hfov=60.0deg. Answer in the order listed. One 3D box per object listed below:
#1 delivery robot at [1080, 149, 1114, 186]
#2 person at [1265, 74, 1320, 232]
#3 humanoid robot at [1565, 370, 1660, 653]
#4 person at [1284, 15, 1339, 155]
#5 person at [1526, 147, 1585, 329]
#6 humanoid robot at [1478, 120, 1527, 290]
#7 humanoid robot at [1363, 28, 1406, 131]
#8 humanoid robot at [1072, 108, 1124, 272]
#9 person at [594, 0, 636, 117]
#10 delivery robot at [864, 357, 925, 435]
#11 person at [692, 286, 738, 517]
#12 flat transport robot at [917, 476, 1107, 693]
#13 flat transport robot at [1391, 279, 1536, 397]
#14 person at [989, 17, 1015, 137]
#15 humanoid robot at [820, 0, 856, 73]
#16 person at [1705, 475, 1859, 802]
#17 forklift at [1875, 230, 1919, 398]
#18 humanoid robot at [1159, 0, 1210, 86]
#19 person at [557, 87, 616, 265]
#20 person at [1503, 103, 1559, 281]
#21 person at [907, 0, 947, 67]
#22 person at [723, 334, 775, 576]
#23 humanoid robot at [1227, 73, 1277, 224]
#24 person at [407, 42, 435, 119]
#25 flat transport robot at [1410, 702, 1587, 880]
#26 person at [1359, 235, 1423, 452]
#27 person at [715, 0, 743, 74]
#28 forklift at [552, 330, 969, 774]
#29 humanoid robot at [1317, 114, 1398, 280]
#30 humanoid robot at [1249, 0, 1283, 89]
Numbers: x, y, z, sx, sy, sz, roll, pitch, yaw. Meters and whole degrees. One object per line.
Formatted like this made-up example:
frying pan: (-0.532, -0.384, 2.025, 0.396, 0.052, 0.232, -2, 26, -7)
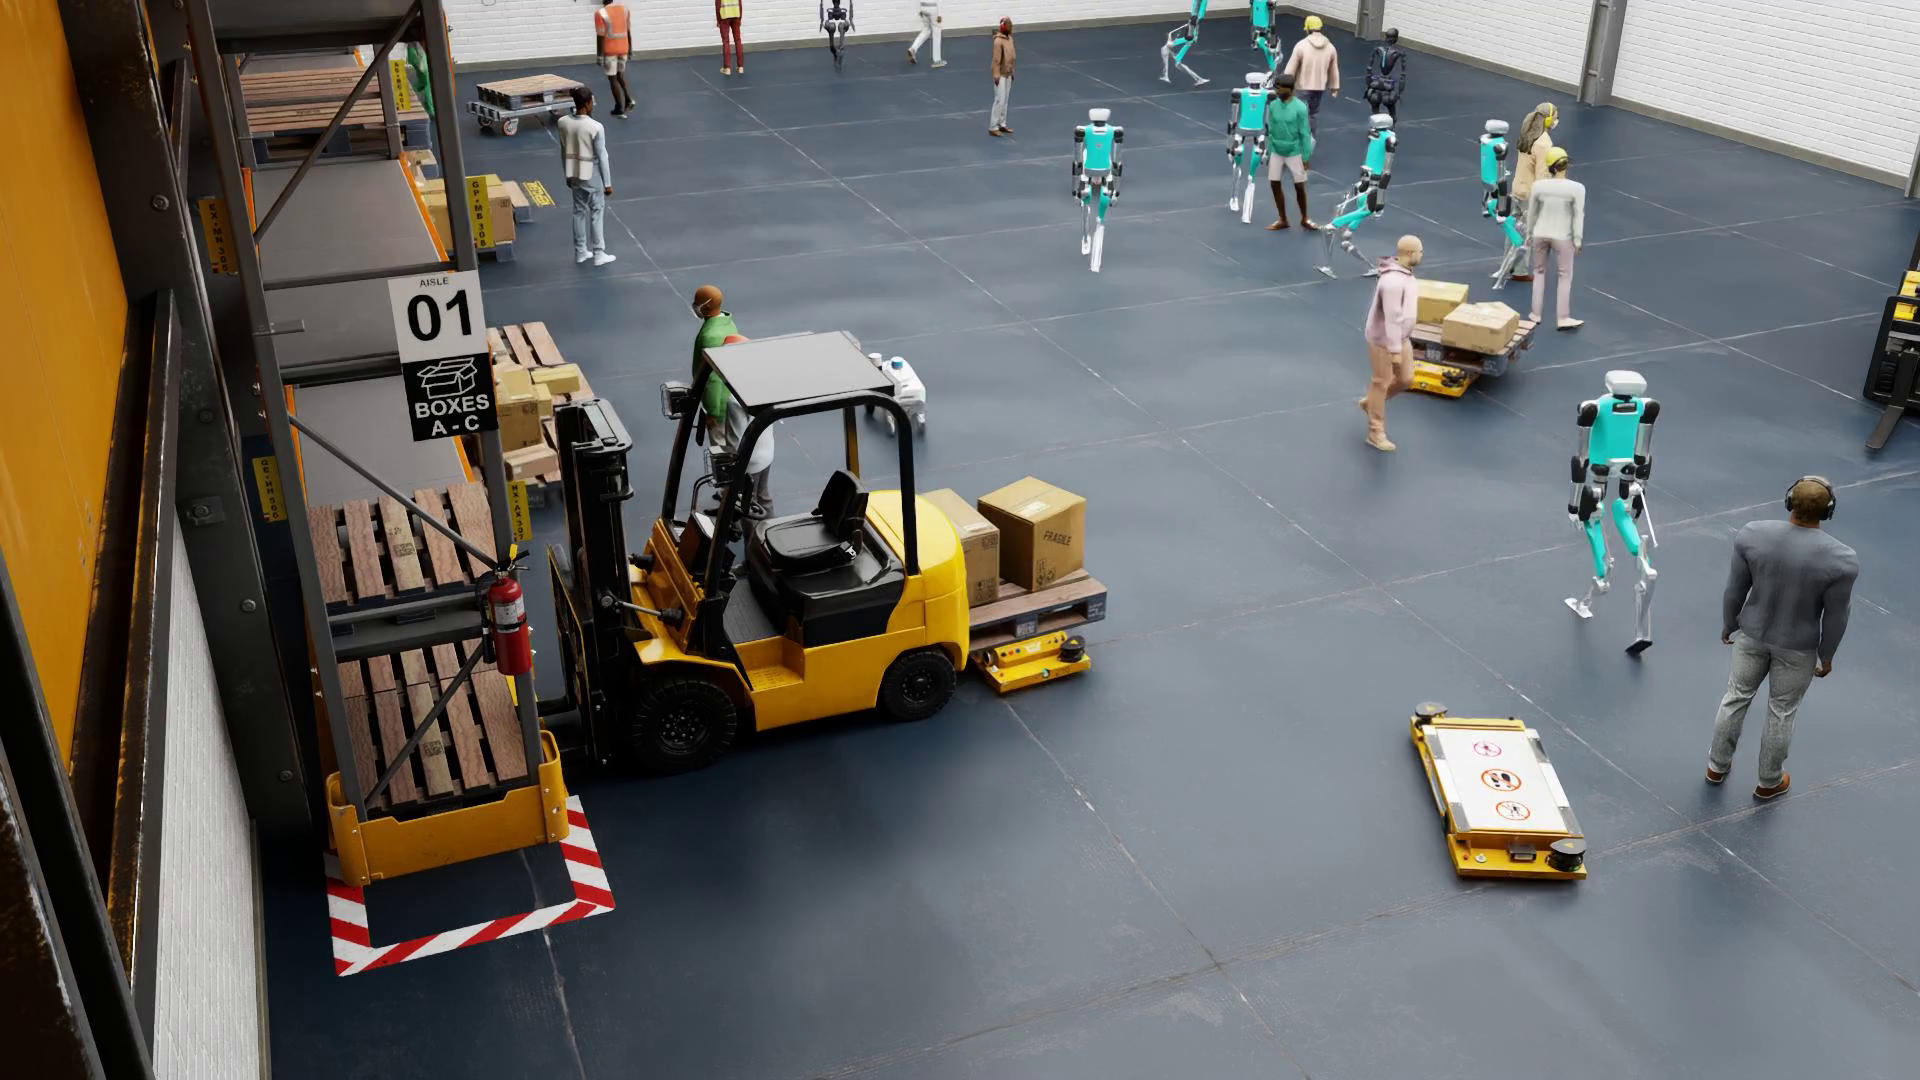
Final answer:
delivery robot: (1.728, -4.716, 21.041, 0.499, 0.587, 0.782, 1, 27, 2)
person: (3.838, -4.431, 19.092, 0.663, 1.815, 0.489, 18, 32, 32)
humanoid robot: (4.260, -0.108, 10.604, 0.531, 1.759, 0.982, -4, 27, -7)
person: (4.724, -6.101, 22.380, 0.802, 1.834, 0.747, -6, 27, -11)
person: (5.837, -2.936, 16.209, 0.703, 1.716, 0.382, 19, 32, 32)
humanoid robot: (5.697, -3.475, 17.250, 0.771, 1.755, 0.541, -3, 27, -5)
humanoid robot: (5.733, -6.098, 22.549, 0.589, 1.652, 0.360, 18, 32, 31)
humanoid robot: (1.471, -3.868, 18.092, 0.530, 1.774, 1.003, 1, 27, 2)
person: (-5.099, -7.213, 24.460, 0.434, 1.950, 0.644, 22, 34, 36)
delivery robot: (-0.533, -1.270, 14.181, 0.499, 0.581, 0.777, -7, 27, -13)
person: (-1.782, -1.032, 12.370, 0.389, 1.778, 0.535, 1, 27, 2)
flat transport robot: (0.203, 0.530, 10.933, 0.659, 0.231, 1.431, -13, 29, -24)
flat transport robot: (4.512, -1.672, 15.313, 0.659, 0.231, 1.431, 17, 31, 30)
person: (0.596, -6.548, 23.483, 0.317, 1.645, 0.482, 14, 30, 26)
humanoid robot: (-2.037, -8.675, 27.707, 0.608, 1.636, 0.676, 0, 27, 0)
person: (4.457, 0.535, 9.067, 0.628, 1.940, 0.373, 21, 33, 35)
forklift: (9.029, -2.397, 14.618, 1.214, 2.155, 2.313, 18, 32, 32)
humanoid robot: (3.500, -8.054, 26.389, 1.016, 1.733, 0.546, 9, 28, 18)
person: (-4.033, -3.912, 17.949, 0.597, 1.909, 0.399, 12, 29, 23)
person: (5.980, -3.648, 17.470, 0.407, 1.871, 0.552, -4, 27, -8)
person: (-0.539, -8.858, 27.831, 0.658, 1.869, 0.576, -22, 34, -37)
person: (-1.476, -0.587, 11.520, 0.351, 1.738, 0.572, 8, 28, 15)
humanoid robot: (3.411, -4.686, 19.717, 0.530, 1.787, 0.990, 3, 27, 5)
person: (-7.990, -7.075, 24.345, 0.622, 1.821, 0.520, -9, 28, -18)
flat transport robot: (2.966, 1.377, 9.249, 0.659, 0.231, 1.431, 2, 27, 3)
person: (3.512, -1.612, 13.530, 0.473, 1.768, 0.509, 22, 34, 37)
person: (-3.798, -8.580, 27.386, 0.469, 1.768, 0.378, -12, 29, -23)
forklift: (-1.094, 0.010, 9.831, 2.313, 2.155, 1.214, -10, 28, -20)
humanoid robot: (4.075, -3.555, 17.480, 1.010, 1.780, 0.544, -6, 27, -12)
humanoid robot: (4.803, -7.712, 25.684, 0.980, 1.728, 0.560, -16, 31, -29)
